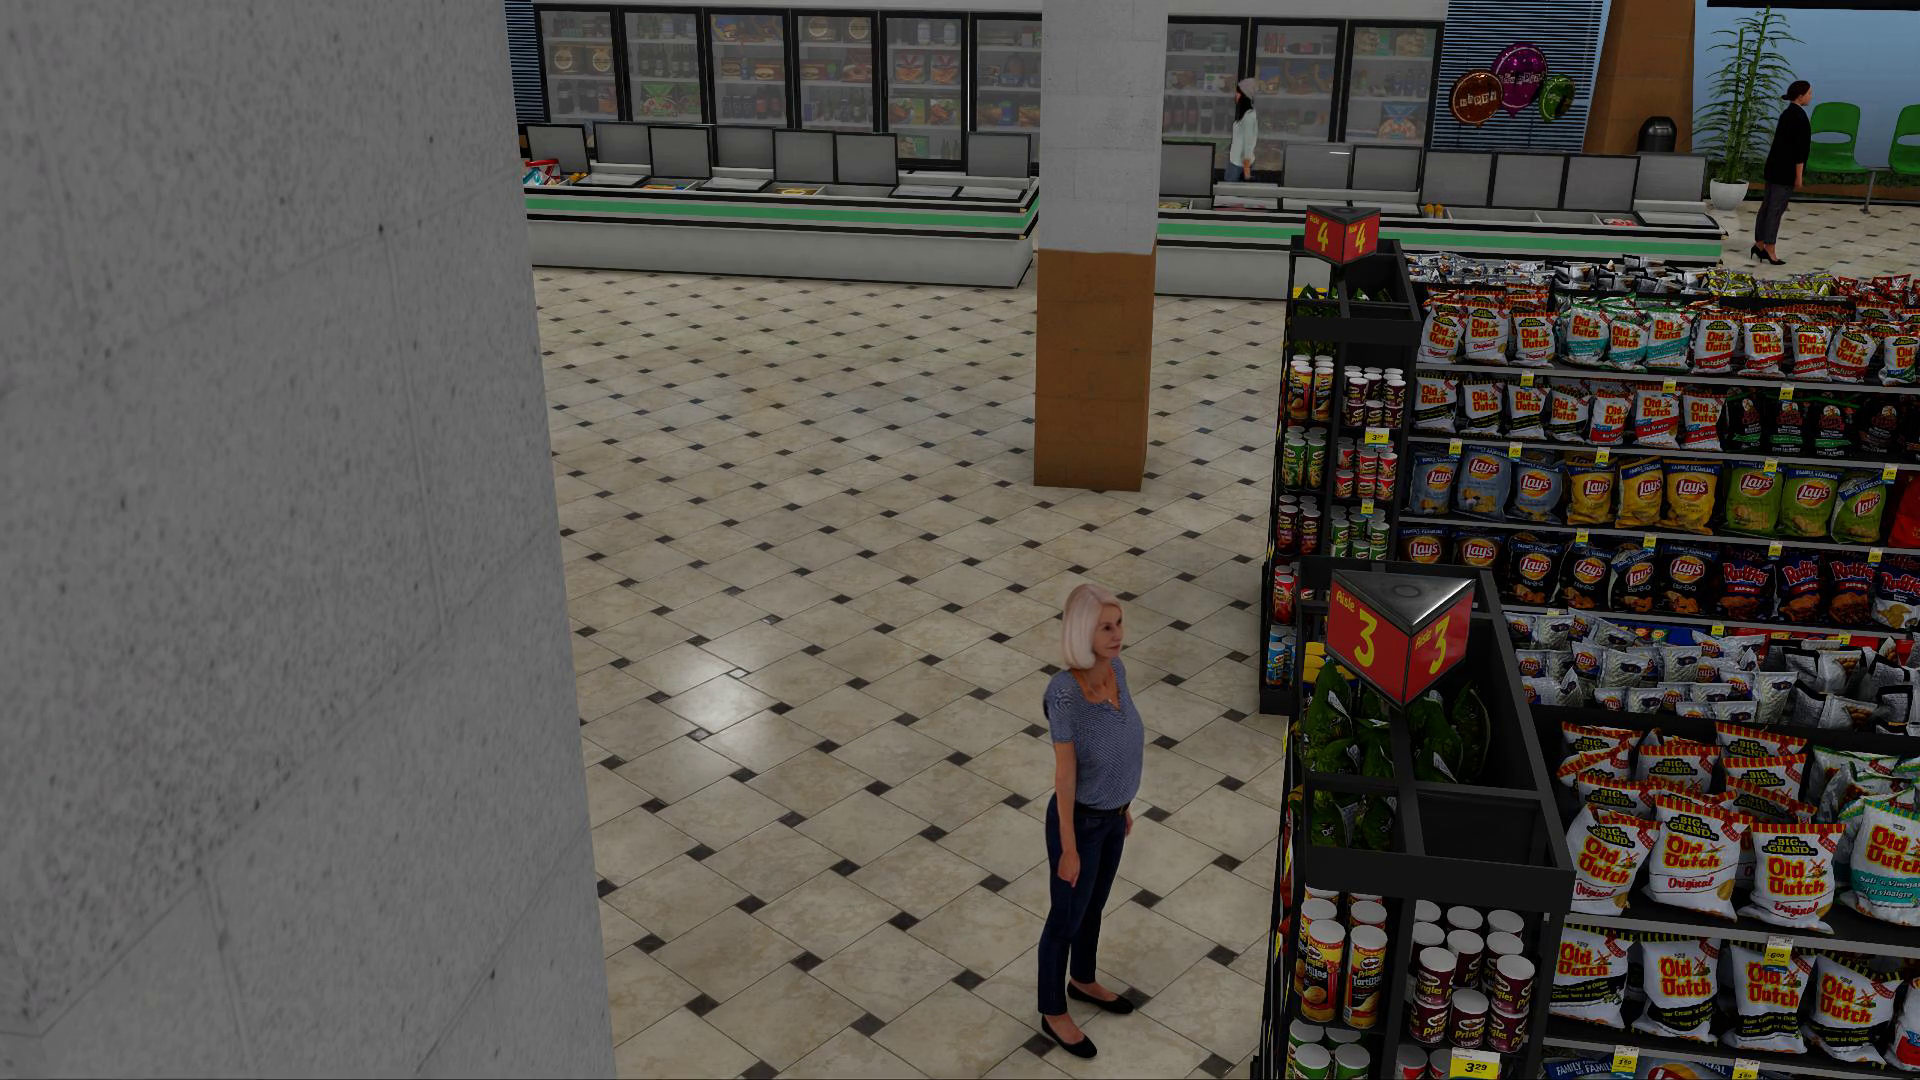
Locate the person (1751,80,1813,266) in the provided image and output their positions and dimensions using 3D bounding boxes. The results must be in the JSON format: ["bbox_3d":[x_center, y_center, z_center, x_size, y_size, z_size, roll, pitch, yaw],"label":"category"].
[{"bbox_3d":[7.861,-3.515,15.902,0.614,1.719,0.669,0,24,1],"label":"person"}]

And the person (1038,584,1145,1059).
[{"bbox_3d":[0.432,0.944,5.709,0.639,1.722,0.648,15,28,31],"label":"person"}]

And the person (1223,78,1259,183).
[{"bbox_3d":[2.897,-3.764,16.593,1.015,1.621,0.566,4,24,9],"label":"person"}]
